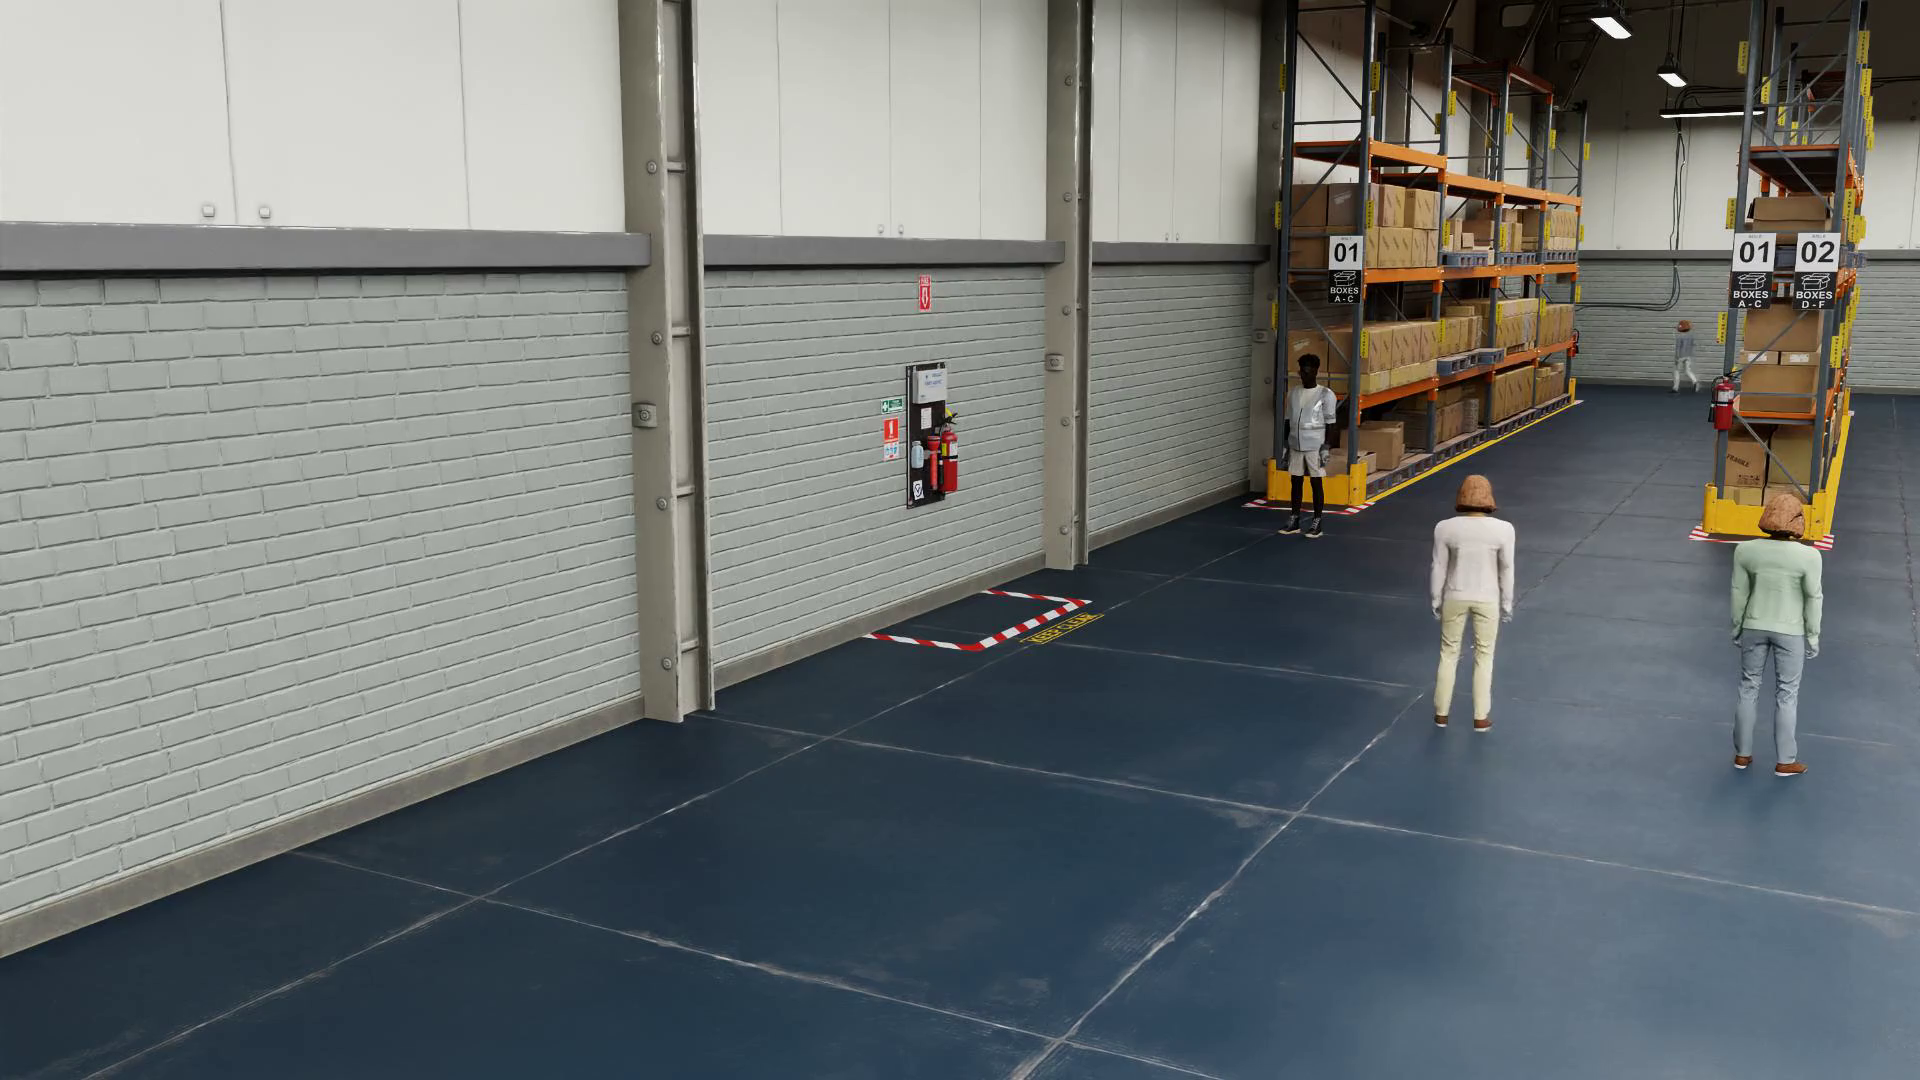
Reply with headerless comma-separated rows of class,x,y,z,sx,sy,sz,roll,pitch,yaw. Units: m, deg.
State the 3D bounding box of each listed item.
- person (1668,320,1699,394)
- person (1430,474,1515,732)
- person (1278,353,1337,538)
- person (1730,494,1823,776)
person,15.727,-3.956,36.043,0.509,1.611,0.627,-4,10,-21
person,3.233,0.398,10.527,0.504,1.629,0.286,4,10,21
person,3.707,-1.011,17.778,0.606,1.966,0.367,9,13,43
person,4.717,0.545,9.636,0.279,1.634,0.499,-9,13,-44
